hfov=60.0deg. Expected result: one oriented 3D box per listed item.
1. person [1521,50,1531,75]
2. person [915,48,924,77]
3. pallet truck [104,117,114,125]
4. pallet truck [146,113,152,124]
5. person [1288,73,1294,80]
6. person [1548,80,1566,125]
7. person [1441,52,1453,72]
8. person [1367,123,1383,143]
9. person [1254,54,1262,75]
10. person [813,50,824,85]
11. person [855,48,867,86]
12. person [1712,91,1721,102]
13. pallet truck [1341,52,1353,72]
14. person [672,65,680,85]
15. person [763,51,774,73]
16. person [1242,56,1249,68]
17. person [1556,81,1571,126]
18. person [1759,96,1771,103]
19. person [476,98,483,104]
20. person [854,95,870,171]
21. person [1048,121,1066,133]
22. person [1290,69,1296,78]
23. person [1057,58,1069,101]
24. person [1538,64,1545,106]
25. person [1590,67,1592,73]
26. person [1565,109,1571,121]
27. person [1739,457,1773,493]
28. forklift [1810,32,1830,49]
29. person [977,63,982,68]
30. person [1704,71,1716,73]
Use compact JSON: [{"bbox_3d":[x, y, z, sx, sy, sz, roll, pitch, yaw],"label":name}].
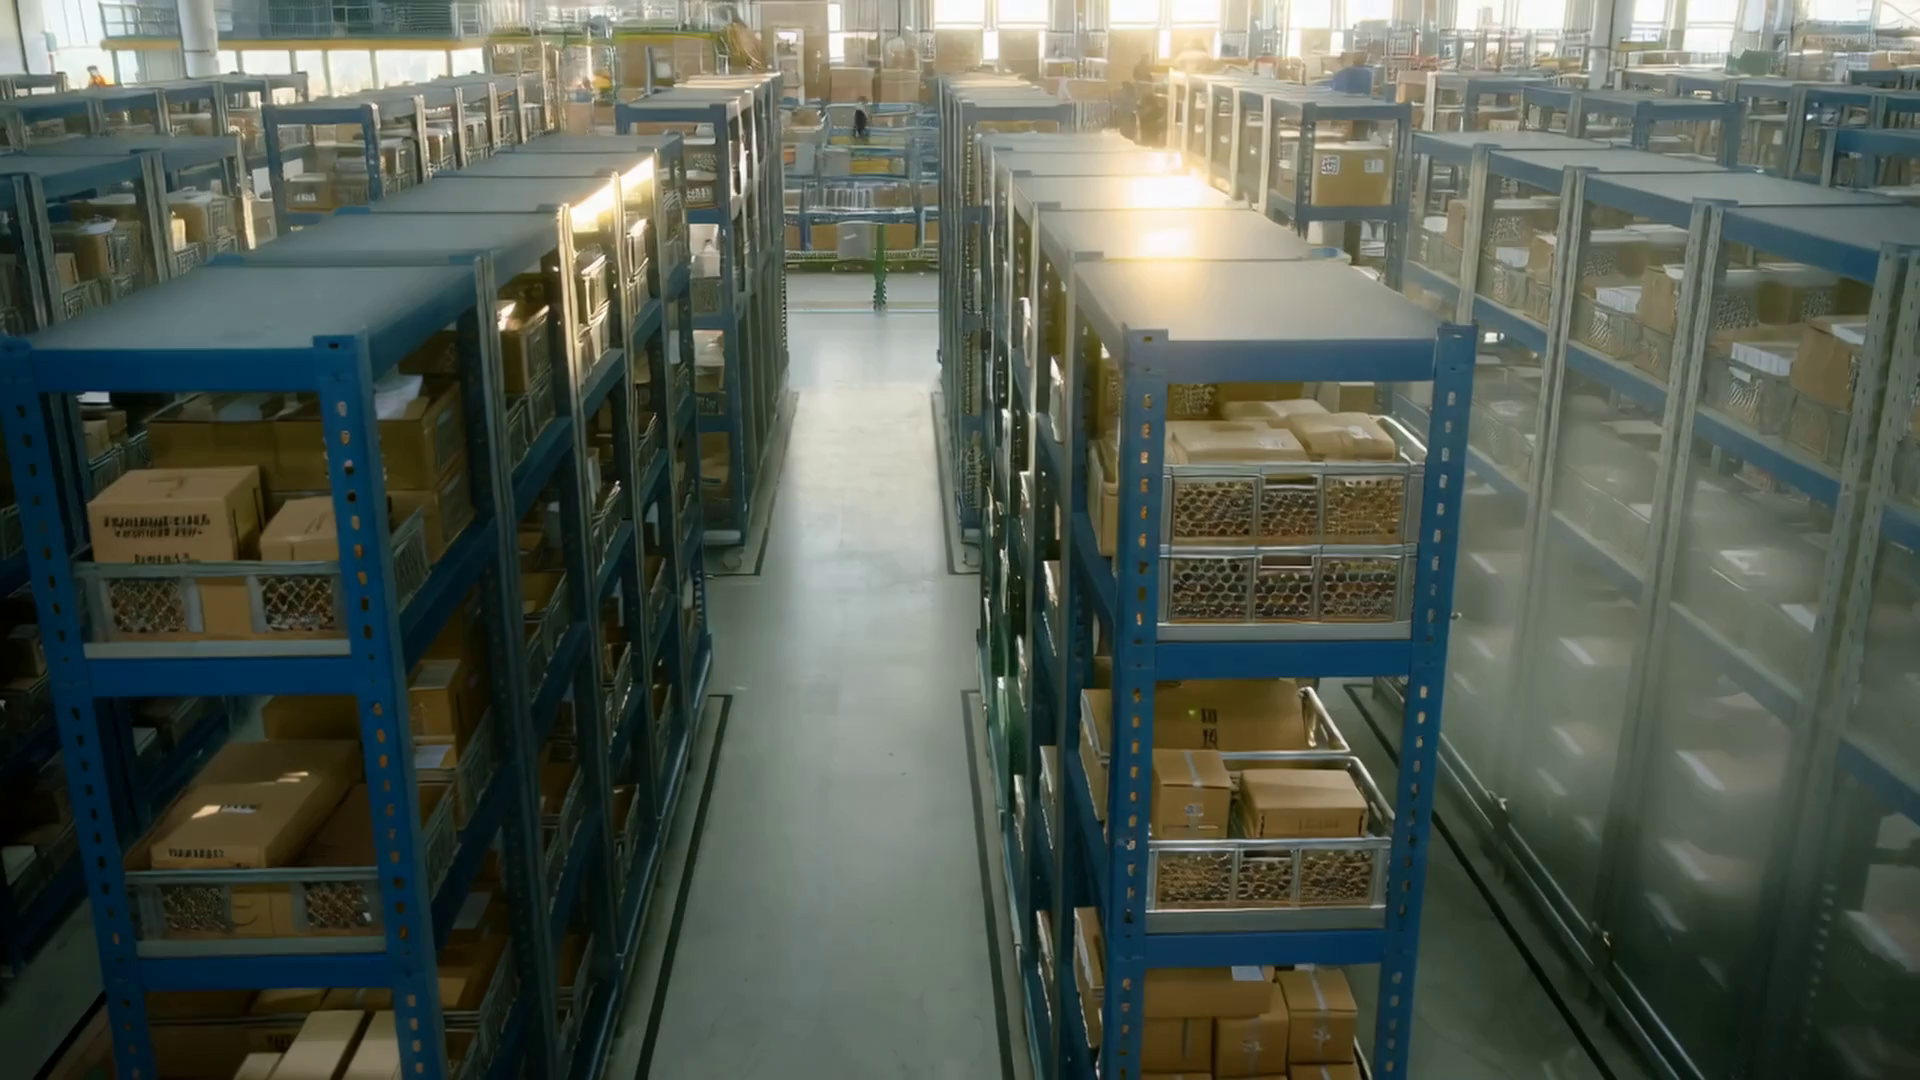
[{"bbox_3d":[29.874,-24.818,87.612,0.695,1.904,0.628,-14,23,-37],"label":"person"},{"bbox_3d":[-2.161,-25.621,90.071,0.409,1.935,0.606,16,24,40],"label":"person"},{"bbox_3d":[-18.367,-7.885,35.078,1.885,1.965,0.823,1,18,2],"label":"pallet truck"},{"bbox_3d":[-18.087,-8.309,36.390,1.885,1.965,0.823,-1,18,-4],"label":"pallet truck"},{"bbox_3d":[11.690,-15.664,59.274,0.556,1.919,0.577,7,19,20],"label":"person"},{"bbox_3d":[19.794,-14.225,54.895,0.984,1.885,0.553,13,22,35],"label":"person"},{"bbox_3d":[24.680,-23.779,84.377,0.594,1.922,0.384,4,18,13],"label":"person"},{"bbox_3d":[9.068,-8.204,36.407,0.892,1.794,0.588,12,21,33],"label":"person"},{"bbox_3d":[15.009,-23.575,83.912,0.452,1.826,0.621,2,18,7],"label":"person"},{"bbox_3d":[-7.676,-25.701,90.483,0.623,1.835,0.431,-12,21,-32],"label":"person"},{"bbox_3d":[-5.292,-25.270,88.905,0.635,1.976,0.557,2,18,5],"label":"person"},{"bbox_3d":[22.341,-12.448,49.355,0.548,1.908,0.828,2,18,7],"label":"person"},{"bbox_3d":[18.794,-23.123,82.231,0.823,1.965,1.885,-13,22,-35],"label":"pallet truck"},{"bbox_3d":[-11.313,-17.978,66.436,0.396,1.919,0.590,0,18,1],"label":"person"},{"bbox_3d":[-9.872,-24.215,85.708,0.545,1.938,0.362,3,18,8],"label":"person"},{"bbox_3d":[13.819,-22.510,80.587,0.817,1.843,0.526,15,23,39],"label":"person"},{"bbox_3d":[21.799,-15.642,59.711,0.543,1.588,0.845,-16,24,-41],"label":"person"},{"bbox_3d":[32.687,-18.292,67.410,0.477,1.924,0.646,7,19,20],"label":"person"},{"bbox_3d":[-17.350,-15.995,60.427,0.511,1.838,0.335,-15,23,-39],"label":"person"},{"bbox_3d":[-2.657,-10.489,43.109,0.815,2.024,0.630,0,18,1],"label":"person"},{"bbox_3d":[2.484,-9.964,41.685,0.759,1.883,0.456,-14,23,-37],"label":"person"},{"bbox_3d":[12.392,-16.550,61.963,0.617,1.946,0.645,3,18,9],"label":"person"},{"bbox_3d":[4.574,-20.827,75.311,0.851,1.889,0.595,2,18,7],"label":"person"},{"bbox_3d":[24.106,-18.829,69.170,0.509,1.860,0.334,-17,24,-42],"label":"person"},{"bbox_3d":[30.317,-22.211,79.342,0.537,2.000,0.682,10,20,28],"label":"person"},{"bbox_3d":[19.662,-13.755,53.854,0.550,1.608,0.515,7,19,21],"label":"person"},{"bbox_3d":[6.097,-0.656,12.710,0.381,1.994,0.620,12,21,33],"label":"person"},{"bbox_3d":[45.954,-25.830,89.194,1.129,2.768,1.873,-1,18,-2],"label":"forklift"},{"bbox_3d":[0.934,-20.500,74.577,0.498,1.714,0.775,15,23,39],"label":"person"},{"bbox_3d":[31.171,-18.937,69.428,0.659,1.896,0.961,8,20,24],"label":"person"}]
